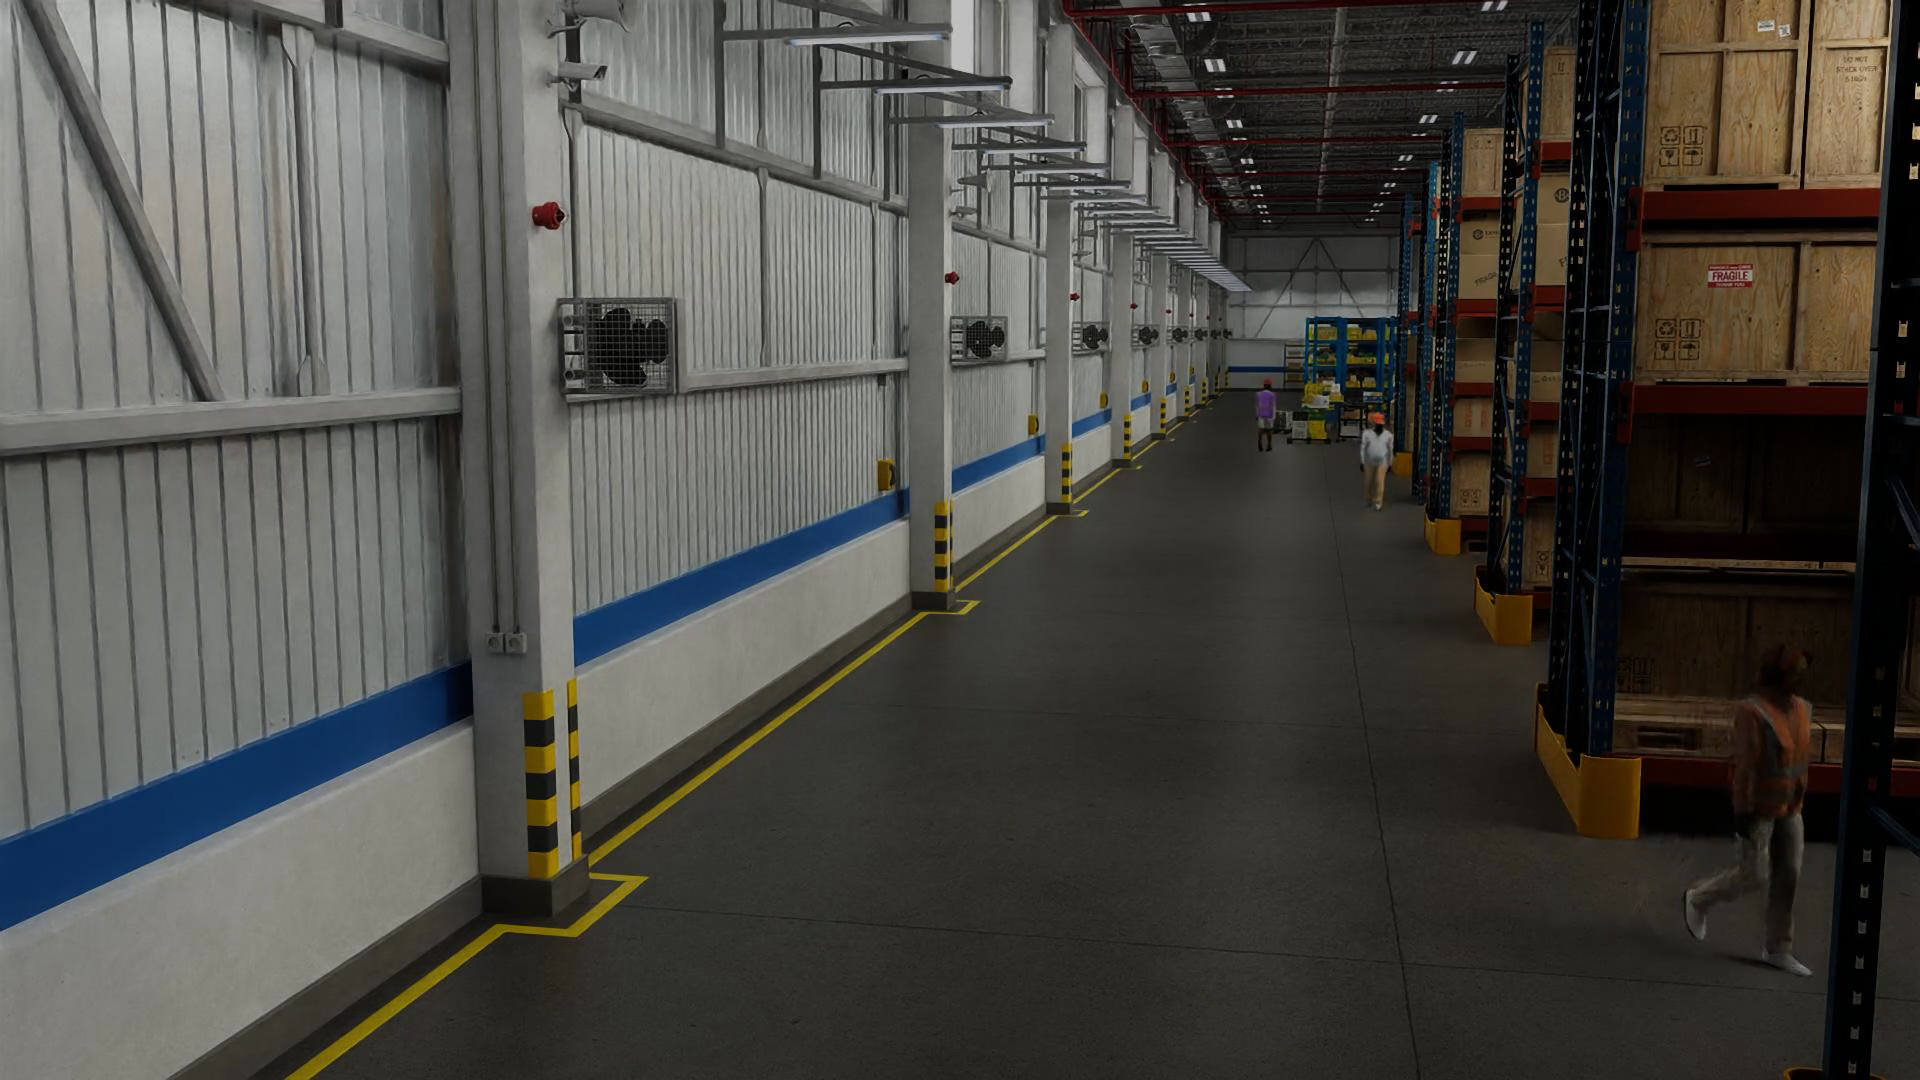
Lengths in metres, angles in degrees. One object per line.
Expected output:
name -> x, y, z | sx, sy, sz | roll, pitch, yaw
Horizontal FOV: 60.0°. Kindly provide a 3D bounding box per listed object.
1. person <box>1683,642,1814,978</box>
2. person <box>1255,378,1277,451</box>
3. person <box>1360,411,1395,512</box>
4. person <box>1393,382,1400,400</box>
person -> 3.885, 1.282, 8.112 | 0.528, 1.618, 0.547 | -3, 8, -26
person -> 7.942, -3.243, 43.160 | 0.581, 1.917, 0.679 | 3, 8, 24
person -> 7.228, -1.363, 28.814 | 0.591, 1.736, 0.431 | 2, 7, 14
person -> 12.379, -3.599, 46.767 | 0.345, 1.735, 0.485 | -5, 9, -36
